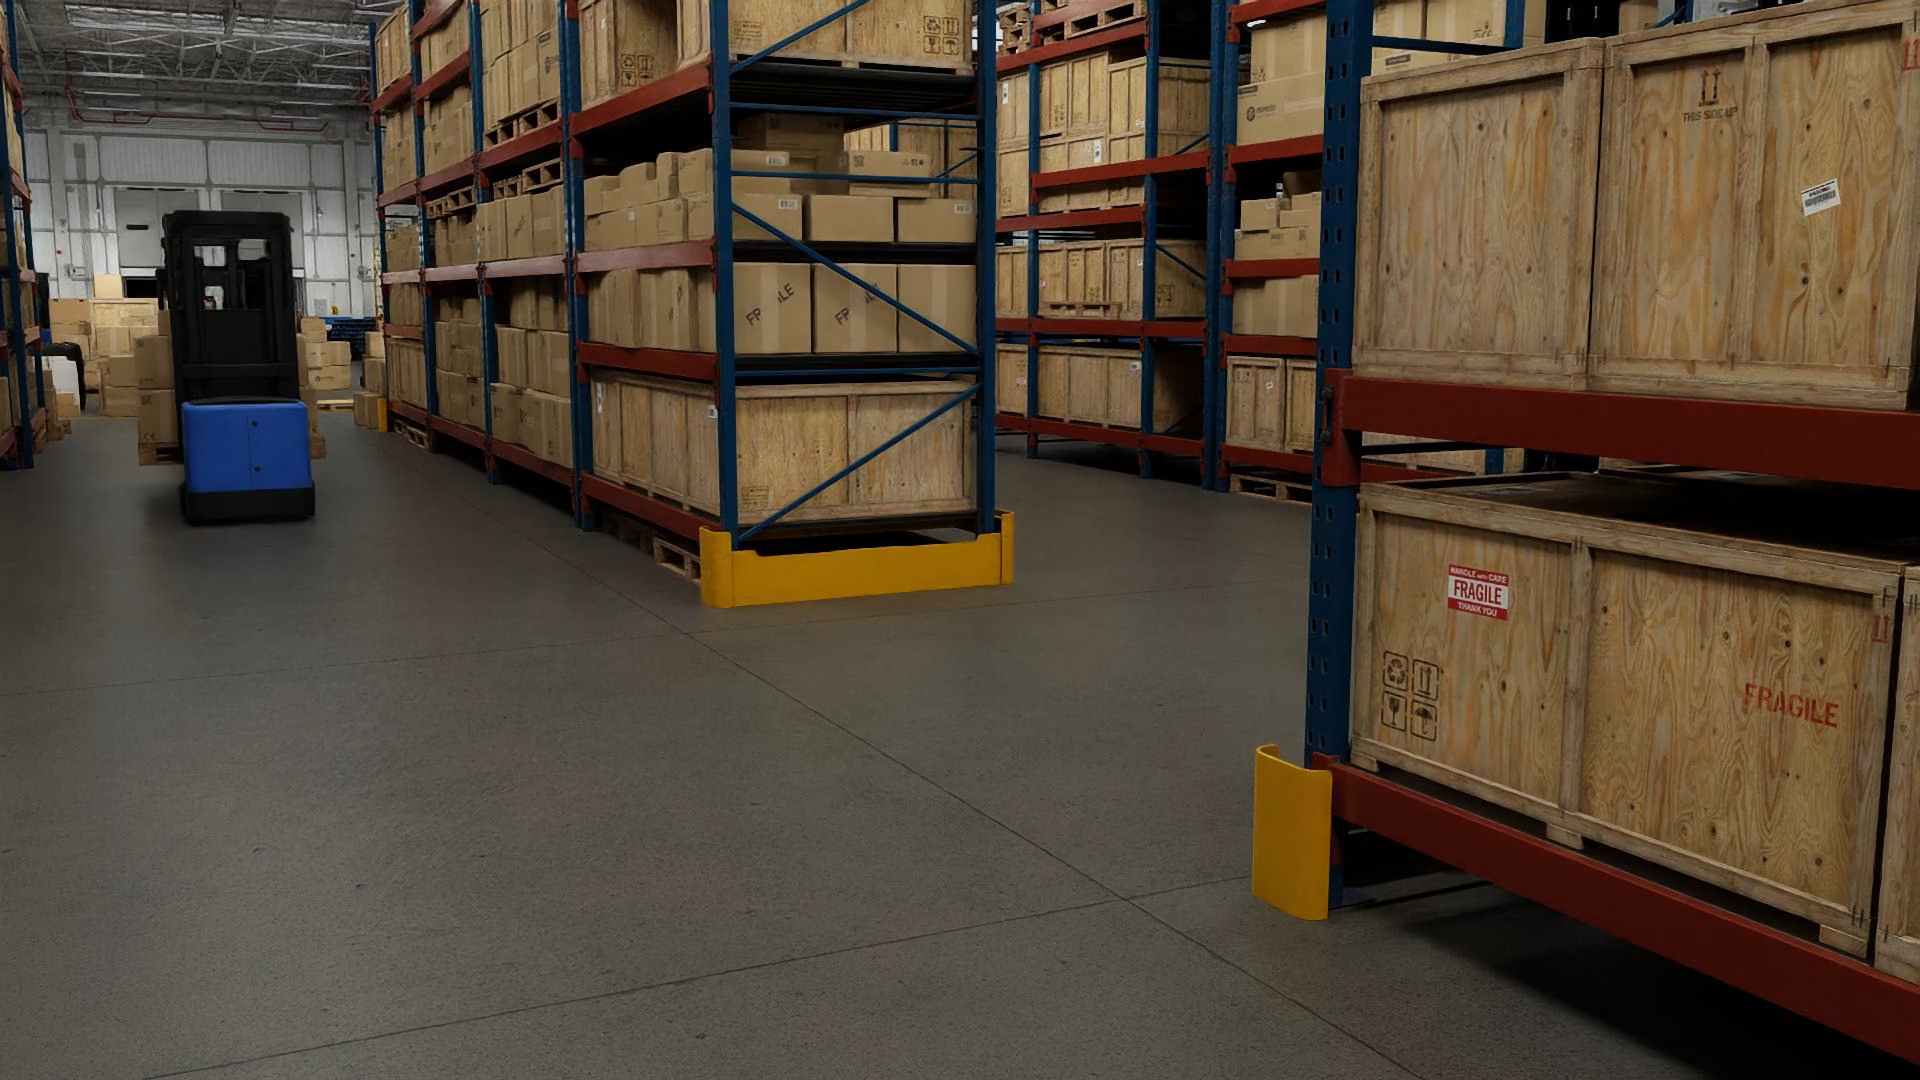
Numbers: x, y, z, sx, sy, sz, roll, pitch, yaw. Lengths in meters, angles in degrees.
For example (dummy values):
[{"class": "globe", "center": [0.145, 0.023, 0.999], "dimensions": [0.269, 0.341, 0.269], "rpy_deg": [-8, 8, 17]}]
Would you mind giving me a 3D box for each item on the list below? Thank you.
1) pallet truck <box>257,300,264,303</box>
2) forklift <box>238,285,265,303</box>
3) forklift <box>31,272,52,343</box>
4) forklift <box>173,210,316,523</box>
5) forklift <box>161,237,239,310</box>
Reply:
[{"class": "pallet truck", "center": [-23.913, -7.404, 58.171], "dimensions": [1.885, 1.965, 0.823], "rpy_deg": [-1, 8, -9]}, {"class": "forklift", "center": [-17.112, -5.252, 40.304], "dimensions": [1.129, 2.768, 1.873], "rpy_deg": [-4, 9, -26]}, {"class": "forklift", "center": [-27.991, -6.737, 50.544], "dimensions": [1.873, 2.768, 1.129], "rpy_deg": [1, 8, 5]}, {"class": "forklift", "center": [-6.718, -1.651, 15.476], "dimensions": [1.129, 2.768, 1.873], "rpy_deg": [-4, 9, -26]}, {"class": "forklift", "center": [-10.037, -2.619, 22.145], "dimensions": [1.129, 2.768, 1.873], "rpy_deg": [-4, 9, -26]}]
